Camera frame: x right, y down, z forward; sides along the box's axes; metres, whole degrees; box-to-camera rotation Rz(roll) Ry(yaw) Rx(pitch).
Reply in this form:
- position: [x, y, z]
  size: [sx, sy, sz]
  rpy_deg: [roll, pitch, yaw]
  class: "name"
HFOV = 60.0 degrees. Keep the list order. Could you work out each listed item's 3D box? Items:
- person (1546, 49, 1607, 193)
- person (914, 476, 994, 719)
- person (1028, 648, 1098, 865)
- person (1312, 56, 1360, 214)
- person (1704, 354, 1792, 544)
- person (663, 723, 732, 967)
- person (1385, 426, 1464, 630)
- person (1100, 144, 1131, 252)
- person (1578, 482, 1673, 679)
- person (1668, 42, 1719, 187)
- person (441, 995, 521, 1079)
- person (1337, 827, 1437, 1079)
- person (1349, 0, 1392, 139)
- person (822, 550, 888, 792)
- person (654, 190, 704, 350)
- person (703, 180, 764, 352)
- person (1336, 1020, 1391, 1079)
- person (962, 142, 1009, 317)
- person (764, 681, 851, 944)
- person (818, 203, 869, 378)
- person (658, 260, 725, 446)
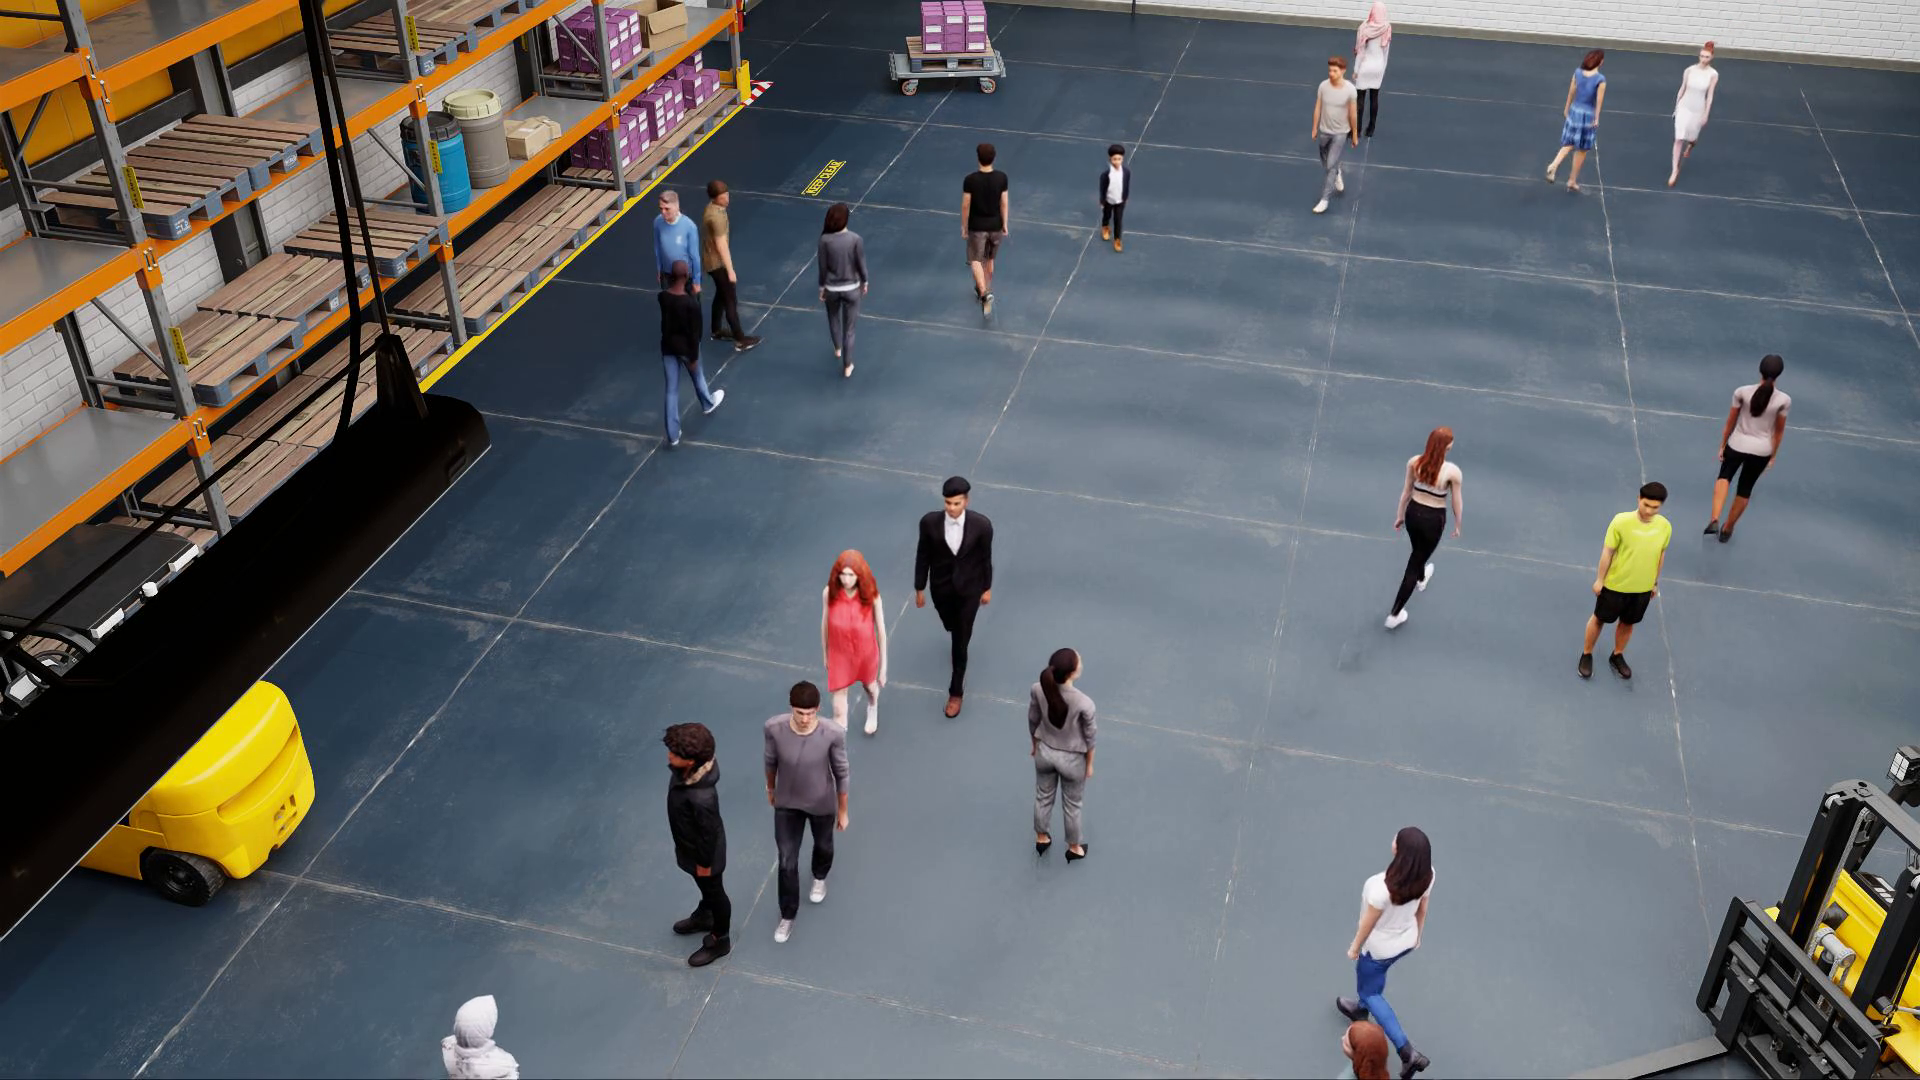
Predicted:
- position: [7.572, -5.119, 20.454]
  size: [0.960, 1.789, 0.889]
  rpy_deg: [-20, 39, -27]
  class: "person"
- position: [-0.015, 0.296, 12.256]
  size: [0.800, 1.845, 1.232]
  rpy_deg: [6, 34, 9]
  class: "person"
- position: [0.651, 1.407, 10.740]
  size: [0.660, 1.673, 0.635]
  rpy_deg: [16, 37, 22]
  class: "person"
- position: [4.575, -4.948, 20.138]
  size: [1.002, 1.854, 1.259]
  rpy_deg: [20, 38, 27]
  class: "person"
- position: [6.556, -0.698, 13.853]
  size: [0.704, 1.733, 0.791]
  rpy_deg: [18, 37, 24]
  class: "person"
- position: [-1.557, 1.804, 10.046]
  size: [0.790, 1.781, 0.707]
  rpy_deg: [-12, 35, -17]
  class: "person"
- position: [3.561, -0.059, 12.917]
  size: [0.912, 1.706, 1.182]
  rpy_deg: [23, 40, 31]
  class: "person"
- position: [1.776, -4.016, 19.321]
  size: [0.674, 1.205, 0.902]
  rpy_deg: [-2, 34, -3]
  class: "person"
- position: [4.979, 0.283, 12.401]
  size: [0.669, 1.706, 0.592]
  rpy_deg: [1, 34, 1]
  class: "person"
- position: [9.177, -5.349, 20.815]
  size: [0.771, 1.771, 1.097]
  rpy_deg: [18, 38, 25]
  class: "person"
- position: [-2.381, 3.003, 8.259]
  size: [0.705, 1.763, 0.738]
  rpy_deg: [14, 36, 20]
  class: "person"
- position: [2.450, 2.339, 9.346]
  size: [1.016, 1.663, 1.059]
  rpy_deg: [-19, 38, -26]
  class: "person"
- position: [5.474, -6.275, 22.181]
  size: [0.723, 1.803, 0.727]
  rpy_deg: [-5, 34, -7]
  class: "person"
- position: [-0.708, 0.790, 11.574]
  size: [0.756, 1.776, 1.183]
  rpy_deg: [3, 34, 5]
  class: "person"
- position: [-2.804, -2.762, 16.904]
  size: [0.699, 1.792, 0.639]
  rpy_deg: [7, 34, 11]
  class: "person"
- position: [-2.441, -2.811, 16.951]
  size: [0.883, 1.822, 0.841]
  rpy_deg: [-9, 35, -14]
  class: "person"
- position: [1.955, 3.013, 8.262]
  size: [0.639, 1.742, 0.445]
  rpy_deg: [9, 35, 13]
  class: "person"
- position: [0.273, -3.291, 17.655]
  size: [0.987, 1.843, 1.174]
  rpy_deg: [-8, 34, -11]
  class: "person"
- position: [-0.936, 1.554, 10.380]
  size: [0.797, 1.828, 0.965]
  rpy_deg: [2, 34, 3]
  class: "person"
- position: [-1.176, -2.443, 16.468]
  size: [0.765, 1.744, 0.969]
  rpy_deg: [1, 34, 1]
  class: "person"
- position: [-2.620, -1.685, 15.376]
  size: [0.714, 1.690, 1.164]
  rpy_deg: [10, 35, 15]
  class: "person"
